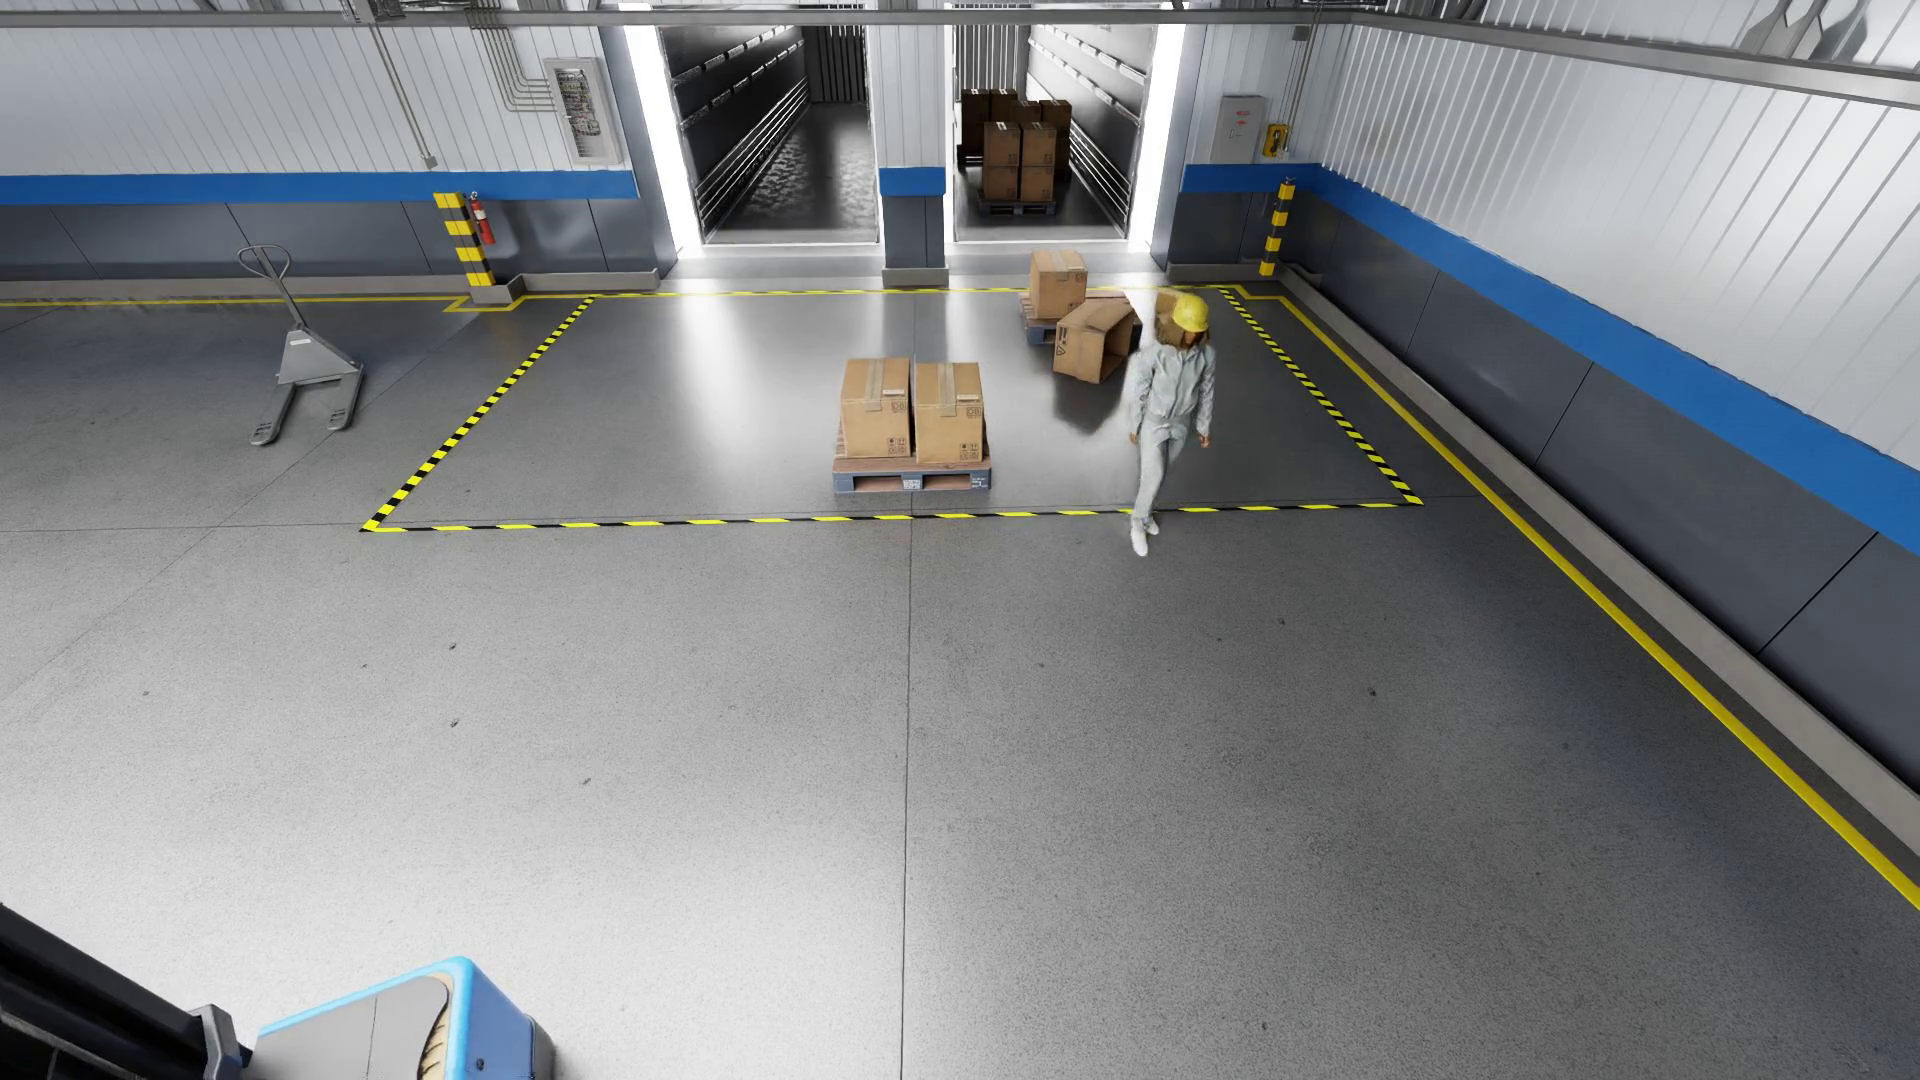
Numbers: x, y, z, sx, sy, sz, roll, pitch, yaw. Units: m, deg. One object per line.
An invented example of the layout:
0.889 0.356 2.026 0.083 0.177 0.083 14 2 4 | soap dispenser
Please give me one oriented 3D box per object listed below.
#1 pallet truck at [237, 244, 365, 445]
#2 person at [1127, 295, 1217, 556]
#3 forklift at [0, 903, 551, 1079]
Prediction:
-5.915 -1.733 6.366 0.680 1.201 1.601 -18 42 -21 | pallet truck
1.345 -0.702 4.677 0.490 1.729 0.487 -11 40 -14 | person
-1.814 1.399 1.774 0.776 2.013 0.716 -15 41 -18 | forklift
